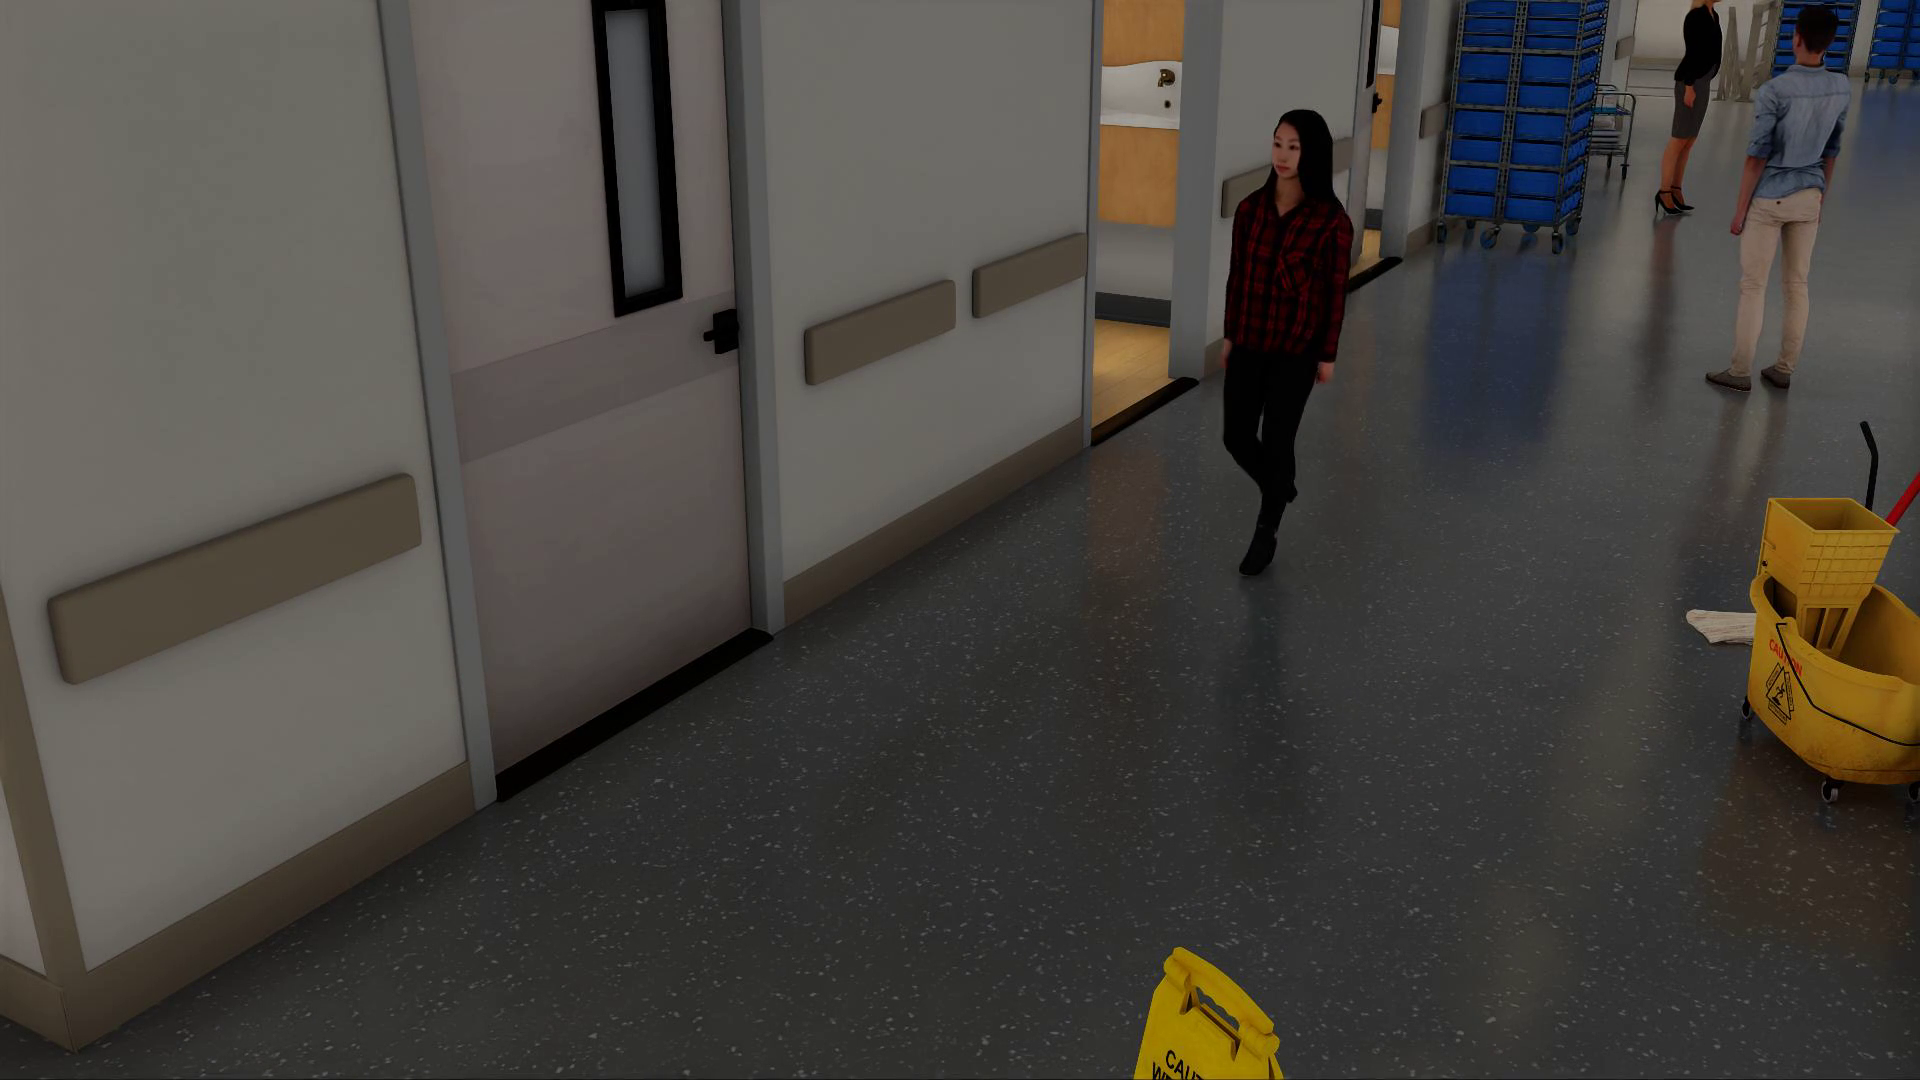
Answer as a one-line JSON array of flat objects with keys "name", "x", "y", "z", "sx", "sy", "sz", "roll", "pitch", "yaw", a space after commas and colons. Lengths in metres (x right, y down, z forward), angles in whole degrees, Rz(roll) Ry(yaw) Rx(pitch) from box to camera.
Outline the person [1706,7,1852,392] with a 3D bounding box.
[{"name": "person", "x": 4.060, "y": -1.662, "z": 8.188, "sx": 0.731, "sy": 1.848, "sz": 0.766, "roll": -3, "pitch": 21, "yaw": -8}]

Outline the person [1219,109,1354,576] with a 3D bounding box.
[{"name": "person", "x": 1.157, "y": -0.694, "z": 5.917, "sx": 0.608, "sy": 1.645, "sz": 0.667, "roll": 13, "pitch": 24, "yaw": 30}]

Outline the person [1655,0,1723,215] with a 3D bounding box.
[{"name": "person", "x": 5.732, "y": -3.500, "z": 13.048, "sx": 0.693, "sy": 1.843, "sz": 0.533, "roll": 17, "pitch": 26, "yaw": 37}]
